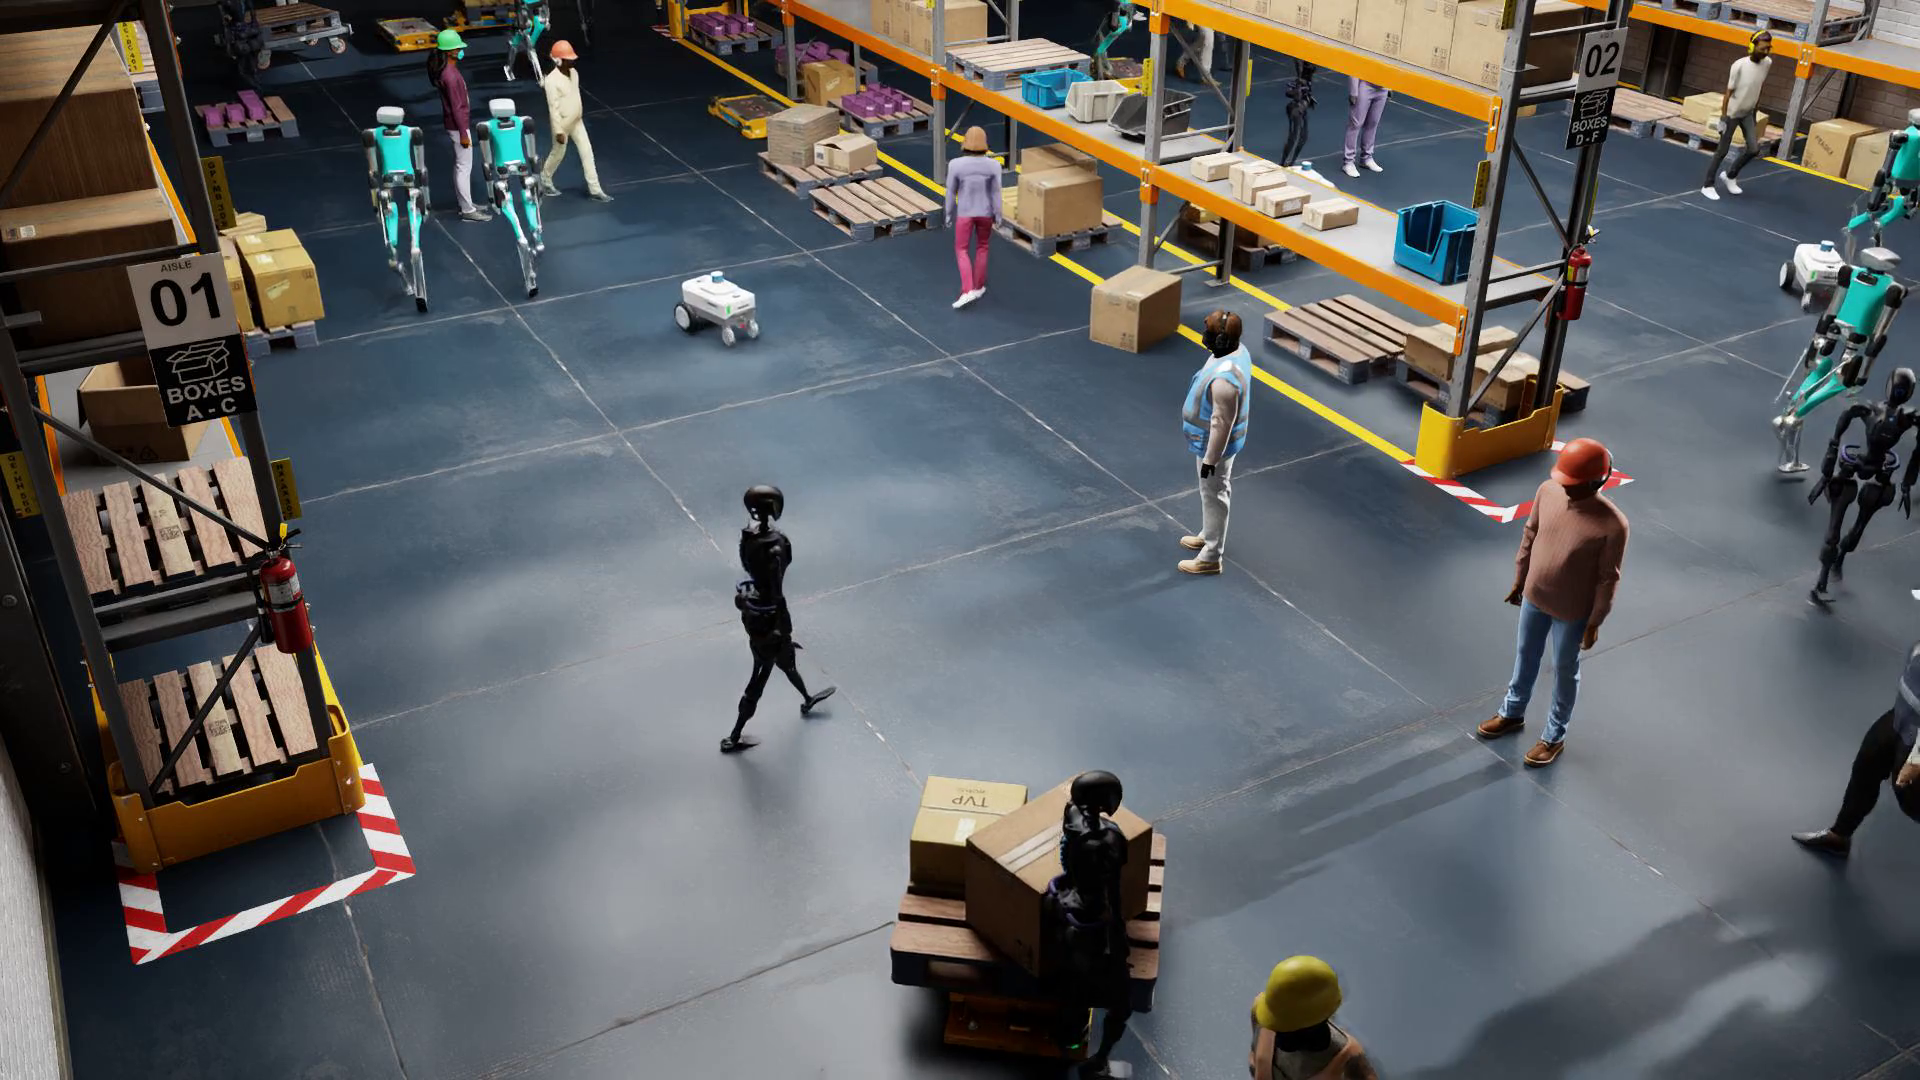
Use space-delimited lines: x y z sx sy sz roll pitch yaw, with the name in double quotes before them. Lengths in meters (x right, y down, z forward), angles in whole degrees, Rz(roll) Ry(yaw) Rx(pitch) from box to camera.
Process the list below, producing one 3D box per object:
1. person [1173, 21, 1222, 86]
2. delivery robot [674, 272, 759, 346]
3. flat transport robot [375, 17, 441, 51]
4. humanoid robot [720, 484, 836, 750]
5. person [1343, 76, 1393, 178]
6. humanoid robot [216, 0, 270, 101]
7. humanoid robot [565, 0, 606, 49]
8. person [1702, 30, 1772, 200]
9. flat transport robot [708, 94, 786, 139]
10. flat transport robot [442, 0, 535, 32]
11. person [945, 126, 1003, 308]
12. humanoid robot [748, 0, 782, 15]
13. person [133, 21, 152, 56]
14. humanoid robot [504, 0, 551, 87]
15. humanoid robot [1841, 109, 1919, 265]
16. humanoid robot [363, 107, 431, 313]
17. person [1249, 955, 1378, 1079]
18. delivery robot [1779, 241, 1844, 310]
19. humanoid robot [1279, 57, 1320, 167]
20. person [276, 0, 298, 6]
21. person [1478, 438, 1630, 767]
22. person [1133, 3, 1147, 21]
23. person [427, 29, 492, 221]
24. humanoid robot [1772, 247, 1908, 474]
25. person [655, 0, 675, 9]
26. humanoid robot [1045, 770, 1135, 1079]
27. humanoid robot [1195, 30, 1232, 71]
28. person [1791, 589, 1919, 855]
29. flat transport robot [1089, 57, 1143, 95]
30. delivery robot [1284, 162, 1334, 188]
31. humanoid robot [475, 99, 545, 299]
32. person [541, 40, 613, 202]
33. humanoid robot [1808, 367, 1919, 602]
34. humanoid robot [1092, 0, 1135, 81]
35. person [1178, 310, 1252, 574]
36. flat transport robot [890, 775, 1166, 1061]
"person" 3.179 -6.978 21.968 0.744 1.864 0.575 21 36 32
"delivery robot" -2.149 -2.088 14.759 0.499 0.595 0.781 -26 39 -38
"flat transport robot" -8.039 -7.385 24.266 0.659 0.231 1.431 -16 34 -26
"humanoid robot" -1.039 0.413 9.307 0.752 1.628 0.600 -12 32 -20
"person" 4.585 -5.021 18.508 0.638 1.910 0.410 -17 34 -27
"humanoid robot" -8.993 -6.340 21.029 0.506 1.641 0.603 14 33 22
"humanoid robot" -5.394 -7.911 23.826 0.589 1.630 0.790 -12 32 -20
"person" 8.299 -4.509 17.696 0.546 1.837 0.445 -10 31 -17
"flat transport robot" -2.551 -5.241 20.533 0.659 0.231 1.431 -15 33 -24
"flat transport robot" -7.055 -7.893 25.149 1.431 0.231 0.659 -12 32 -19
"person" 0.136 -2.922 15.153 0.526 1.601 0.614 -3 30 -5
"humanoid robot" -2.900 -8.834 25.323 0.906 1.770 0.543 15 33 24
"person" -10.541 -6.648 21.364 0.617 1.890 0.950 -22 37 -33
"humanoid robot" -5.814 -6.873 21.926 0.933 1.783 0.556 22 36 33
"humanoid robot" 8.617 -3.205 15.487 0.530 1.743 0.721 -3 30 -5
"humanoid robot" -5.048 -2.947 15.072 0.554 1.760 0.981 -8 31 -14
"person" 1.123 2.244 5.887 0.960 1.884 0.601 -23 37 -34
"delivery robot" 7.980 -2.484 15.455 0.499 0.603 0.782 6 30 11
"humanoid robot" 3.785 -4.934 18.596 0.373 1.655 0.611 14 33 23
"person" -10.101 -8.610 24.821 0.429 1.841 0.632 10 31 17
"person" 3.270 0.329 9.117 0.390 1.985 0.610 -18 34 -28
"person" 2.703 -8.865 25.257 0.317 1.846 0.523 0 30 -1
"person" -5.180 -4.269 17.155 0.422 1.950 0.500 -11 32 -18
"humanoid robot" 6.241 -1.218 12.081 0.811 1.781 0.531 -12 32 -20
"person" -4.644 -9.188 25.908 0.562 1.755 0.322 -3 30 -5
"humanoid robot" 0.552 1.645 7.131 0.340 1.656 0.588 -11 32 -19
"humanoid robot" 3.580 -7.245 22.638 0.716 1.636 0.595 8 31 14
"person" 4.829 0.966 8.260 0.819 1.730 0.741 9 31 15
"flat transport robot" 2.170 -6.190 22.186 0.659 0.231 1.431 -9 31 -15
"delivery robot" 3.625 -3.693 17.541 0.499 0.583 0.777 -10 31 -17
"humanoid robot" -4.061 -3.115 15.395 0.543 1.792 0.957 -13 32 -21
"person" -4.223 -4.475 17.752 0.891 1.707 0.567 13 32 21
"humanoid robot" 5.816 -0.378 10.681 0.603 1.640 0.694 10 31 16
"humanoid robot" 1.972 -6.758 21.744 0.719 1.824 0.538 18 34 28
"person" 1.668 -0.644 10.953 0.429 1.844 0.622 6 30 10
"flat transport robot" 0.362 1.906 8.092 0.659 0.231 1.431 5 30 8
